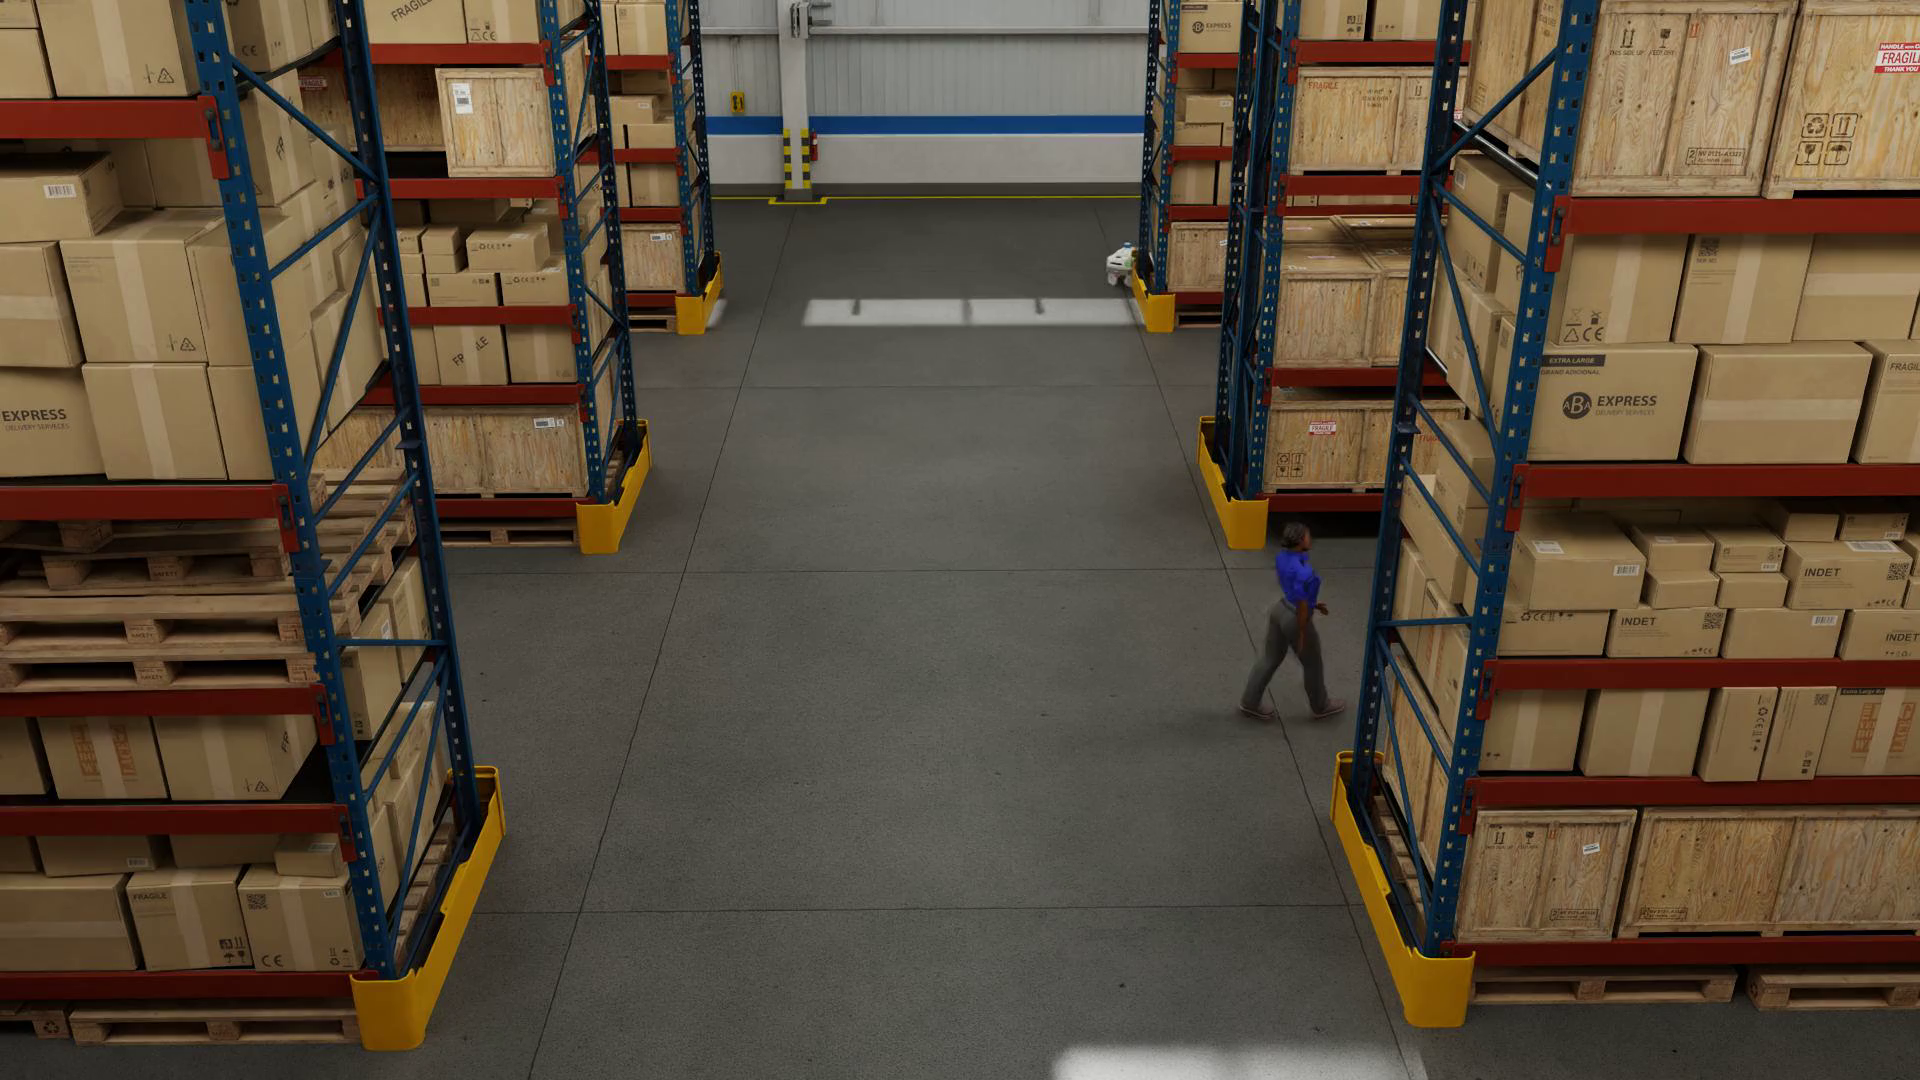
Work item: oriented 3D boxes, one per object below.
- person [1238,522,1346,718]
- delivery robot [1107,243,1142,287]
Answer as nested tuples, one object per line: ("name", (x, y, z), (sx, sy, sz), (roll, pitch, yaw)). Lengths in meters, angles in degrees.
("person", (2.602, 0.628, 12.669), (0.837, 1.637, 0.504), (-8, 26, -16))
("delivery robot", (2.336, -3.947, 23.904), (0.667, 0.535, 0.734), (14, 29, 28))
